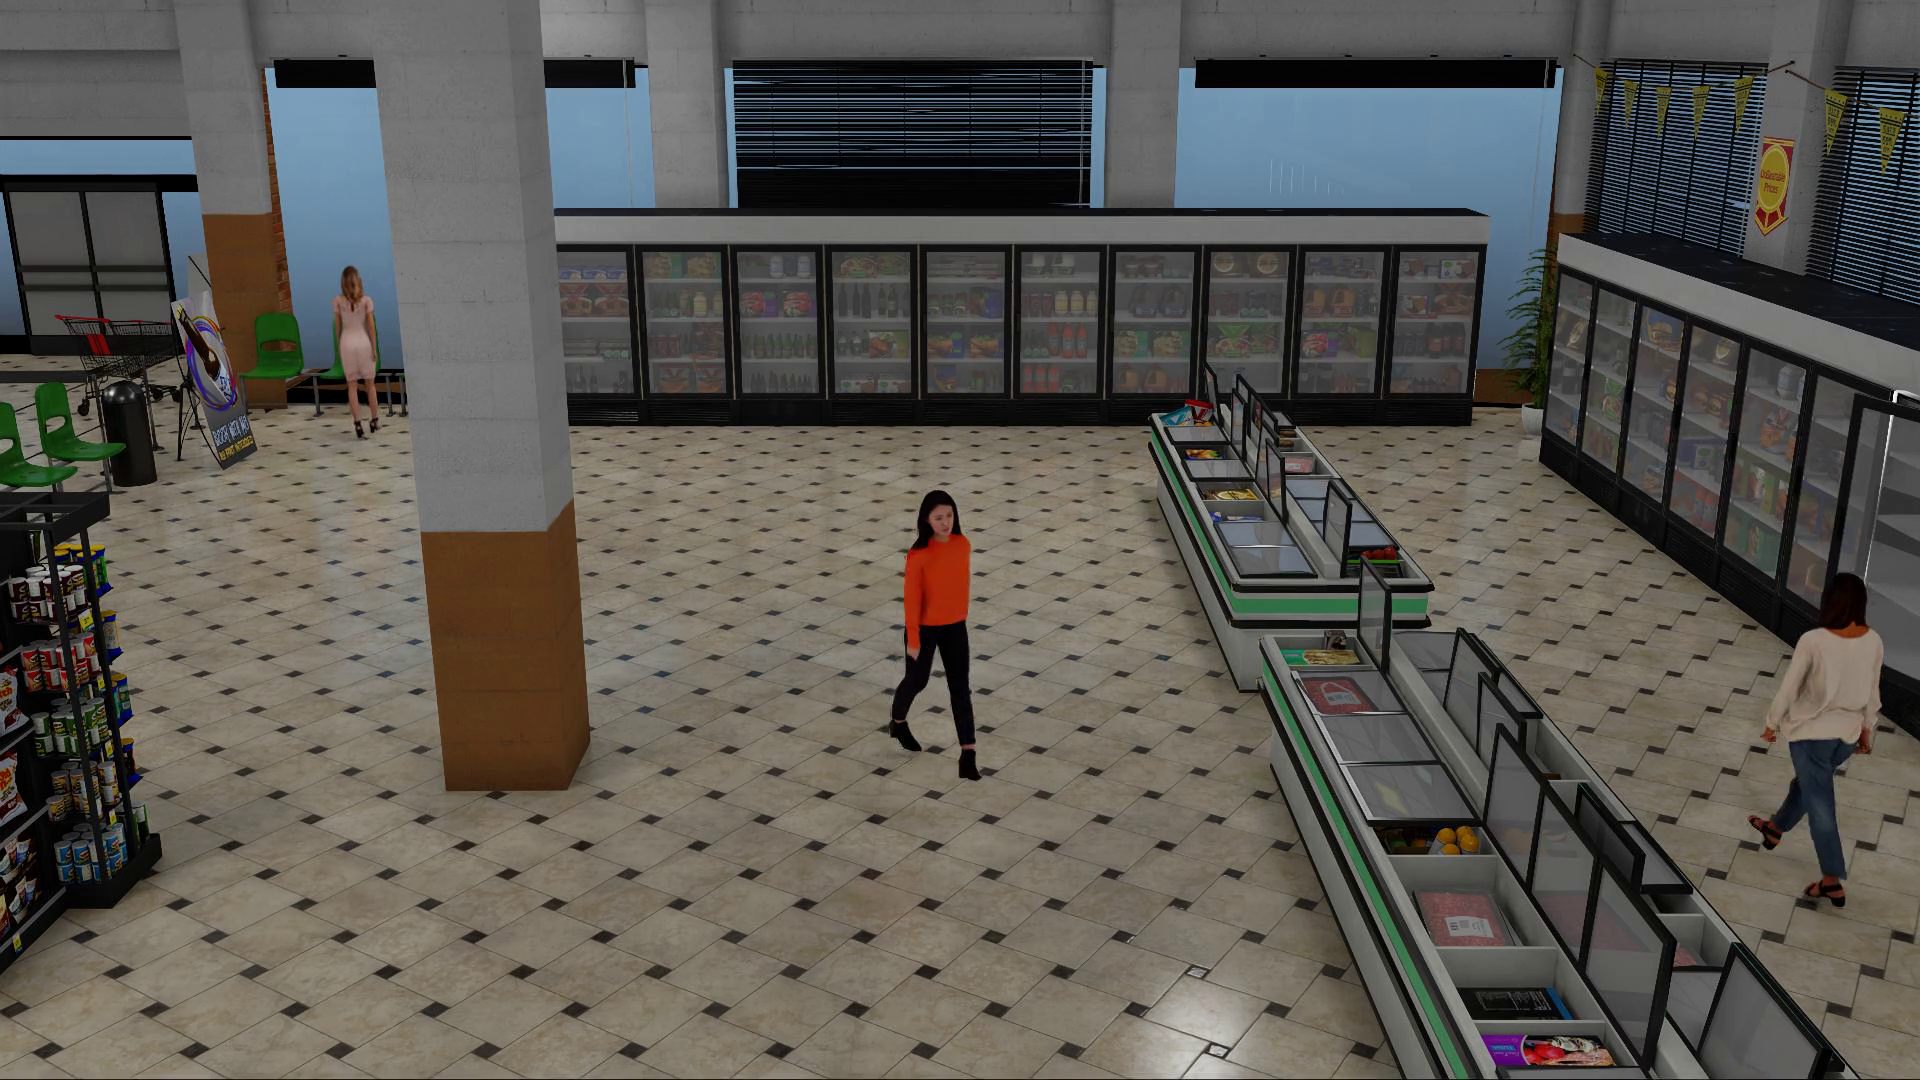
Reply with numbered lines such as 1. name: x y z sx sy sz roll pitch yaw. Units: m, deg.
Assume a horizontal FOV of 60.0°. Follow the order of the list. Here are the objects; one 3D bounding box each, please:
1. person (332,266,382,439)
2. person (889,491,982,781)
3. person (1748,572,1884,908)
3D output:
1. person: -6.449 -1.991 17.740 0.678 1.807 0.783 -4 17 -14
2. person: -0.187 0.531 9.639 1.079 1.688 1.218 -14 22 -38
3. person: 4.281 1.005 8.156 0.736 1.644 1.068 -3 17 -9
